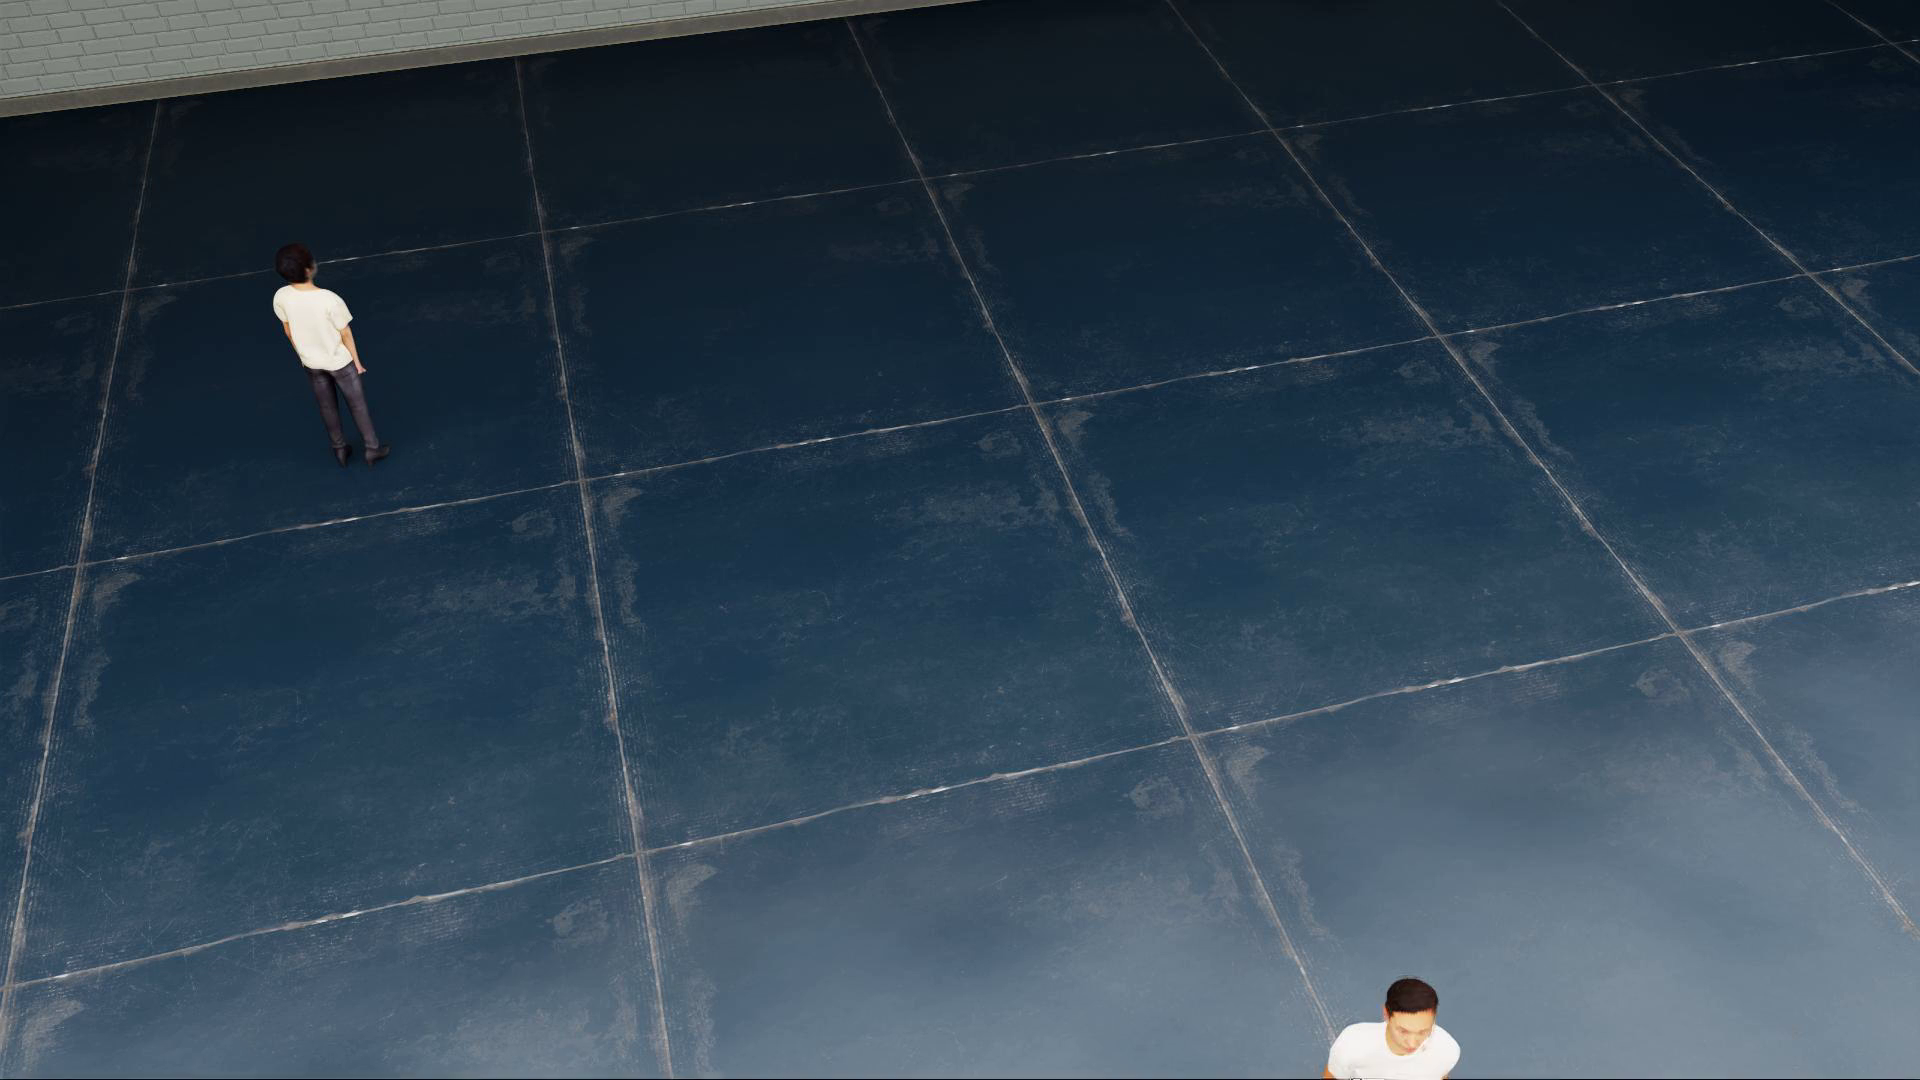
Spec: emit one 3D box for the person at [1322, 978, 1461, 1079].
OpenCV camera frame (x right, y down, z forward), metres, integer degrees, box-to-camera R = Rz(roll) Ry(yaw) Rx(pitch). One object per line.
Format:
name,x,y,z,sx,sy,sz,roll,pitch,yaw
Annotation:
person,1.607,2.250,6.455,0.682,1.804,0.595,-3,43,-3

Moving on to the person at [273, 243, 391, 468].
person,-3.879,-1.113,10.215,0.648,1.588,0.593,3,43,3
